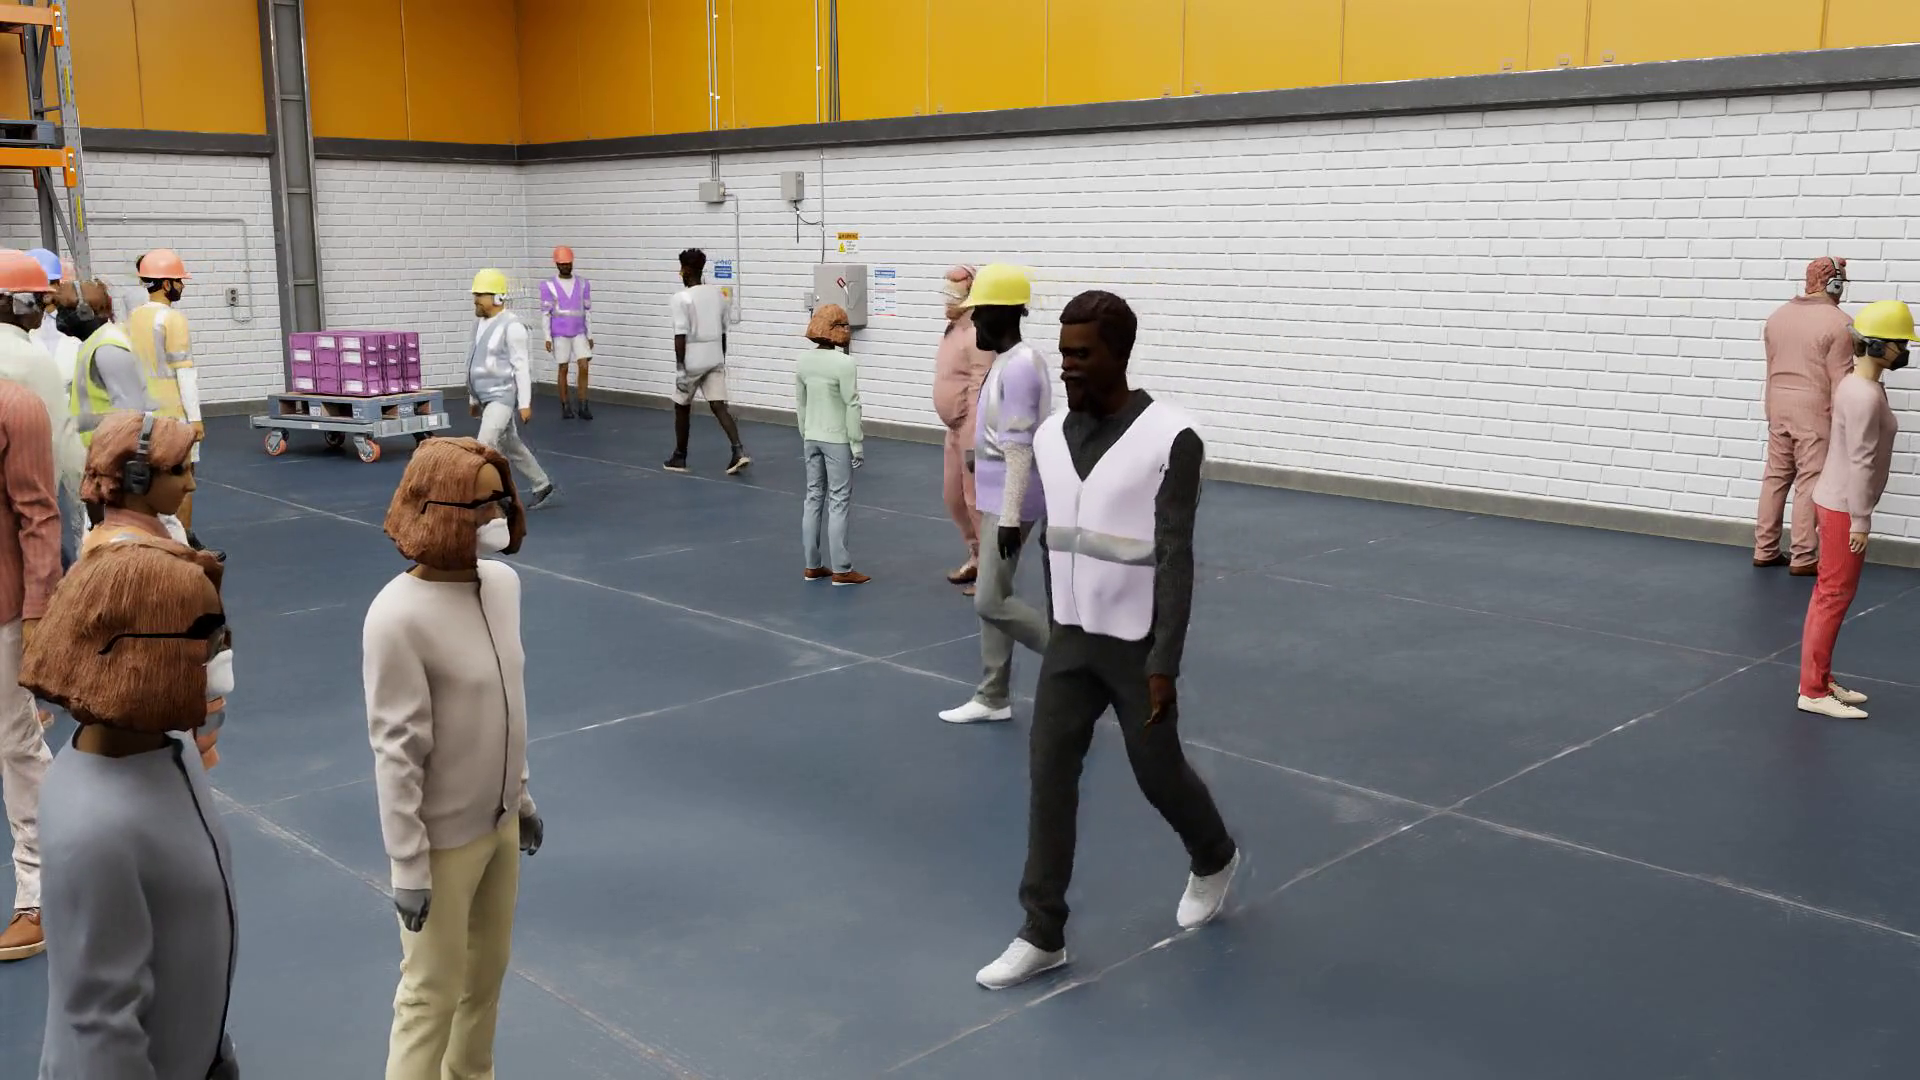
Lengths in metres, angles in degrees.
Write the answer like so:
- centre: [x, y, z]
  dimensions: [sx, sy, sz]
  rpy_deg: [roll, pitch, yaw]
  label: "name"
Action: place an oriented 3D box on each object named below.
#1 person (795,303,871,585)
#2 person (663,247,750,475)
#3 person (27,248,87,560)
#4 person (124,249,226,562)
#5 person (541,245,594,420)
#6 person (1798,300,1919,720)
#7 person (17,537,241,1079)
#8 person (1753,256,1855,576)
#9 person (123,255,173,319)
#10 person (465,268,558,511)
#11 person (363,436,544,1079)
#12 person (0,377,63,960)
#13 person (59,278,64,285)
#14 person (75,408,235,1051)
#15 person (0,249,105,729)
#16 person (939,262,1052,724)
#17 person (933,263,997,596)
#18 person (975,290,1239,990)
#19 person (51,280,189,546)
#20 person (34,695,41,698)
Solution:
- centre: [-0.748, -0.553, 9.671]
  dimensions: [0.500, 1.633, 0.280]
  rpy_deg: [9, 14, 42]
  label: "person"
- centre: [-2.157, -1.507, 14.087]
  dimensions: [0.964, 1.932, 0.624]
  rpy_deg: [9, 14, 41]
  label: "person"
- centre: [-5.075, -0.647, 9.322]
  dimensions: [0.604, 1.949, 0.389]
  rpy_deg: [-8, 13, -36]
  label: "person"
- centre: [-4.838, -0.787, 10.224]
  dimensions: [0.552, 1.898, 0.356]
  rpy_deg: [6, 12, 31]
  label: "person"
- centre: [-4.260, -2.251, 18.183]
  dimensions: [0.574, 1.904, 0.778]
  rpy_deg: [-5, 11, -25]
  label: "person"
- centre: [3.787, -0.127, 7.013]
  dimensions: [0.347, 1.756, 0.518]
  rpy_deg: [4, 11, 22]
  label: "person"
- centre: [-1.129, 0.796, 2.344]
  dimensions: [0.290, 1.623, 0.494]
  rpy_deg: [-3, 11, -16]
  label: "person"
- centre: [5.080, -0.732, 9.933]
  dimensions: [0.402, 1.903, 0.643]
  rpy_deg: [-3, 11, -17]
  label: "person"
- centre: [-7.357, -1.663, 15.147]
  dimensions: [0.531, 1.848, 0.505]
  rpy_deg: [2, 11, 13]
  label: "person"
- centre: [-3.301, -1.055, 11.965]
  dimensions: [0.919, 1.794, 0.599]
  rpy_deg: [-10, 14, -43]
  label: "person"
- centre: [-1.008, 0.599, 3.387]
  dimensions: [0.269, 1.632, 0.505]
  rpy_deg: [2, 11, 13]
  label: "person"
- centre: [-2.812, 0.189, 4.640]
  dimensions: [0.611, 1.994, 0.379]
  rpy_deg: [0, 10, 2]
  label: "person"
- centre: [-5.659, -0.832, 10.516]
  dimensions: [0.978, 1.894, 0.543]
  rpy_deg: [-10, 15, -44]
  label: "person"
- centre: [-1.840, 0.518, 3.814]
  dimensions: [0.310, 1.640, 0.514]
  rpy_deg: [-7, 13, -34]
  label: "person"
- centre: [-3.745, -0.205, 6.883]
  dimensions: [0.627, 1.952, 0.940]
  rpy_deg: [8, 13, 37]
  label: "person"
- centre: [0.230, -0.164, 6.775]
  dimensions: [0.567, 1.915, 0.600]
  rpy_deg: [-1, 10, -5]
  label: "person"
- centre: [0.082, -0.603, 9.296]
  dimensions: [0.485, 1.870, 0.670]
  rpy_deg: [-3, 11, -17]
  label: "person"
- centre: [0.458, 0.252, 4.617]
  dimensions: [0.605, 1.886, 0.918]
  rpy_deg: [10, 15, 44]
  label: "person"
- centre: [-4.356, -0.409, 8.457]
  dimensions: [0.866, 1.794, 0.634]
  rpy_deg: [-5, 11, -24]
  label: "person"
- centre: [-4.147, -0.259, 7.332]
  dimensions: [0.401, 1.904, 0.648]
  rpy_deg: [-7, 13, -34]
  label: "person"
